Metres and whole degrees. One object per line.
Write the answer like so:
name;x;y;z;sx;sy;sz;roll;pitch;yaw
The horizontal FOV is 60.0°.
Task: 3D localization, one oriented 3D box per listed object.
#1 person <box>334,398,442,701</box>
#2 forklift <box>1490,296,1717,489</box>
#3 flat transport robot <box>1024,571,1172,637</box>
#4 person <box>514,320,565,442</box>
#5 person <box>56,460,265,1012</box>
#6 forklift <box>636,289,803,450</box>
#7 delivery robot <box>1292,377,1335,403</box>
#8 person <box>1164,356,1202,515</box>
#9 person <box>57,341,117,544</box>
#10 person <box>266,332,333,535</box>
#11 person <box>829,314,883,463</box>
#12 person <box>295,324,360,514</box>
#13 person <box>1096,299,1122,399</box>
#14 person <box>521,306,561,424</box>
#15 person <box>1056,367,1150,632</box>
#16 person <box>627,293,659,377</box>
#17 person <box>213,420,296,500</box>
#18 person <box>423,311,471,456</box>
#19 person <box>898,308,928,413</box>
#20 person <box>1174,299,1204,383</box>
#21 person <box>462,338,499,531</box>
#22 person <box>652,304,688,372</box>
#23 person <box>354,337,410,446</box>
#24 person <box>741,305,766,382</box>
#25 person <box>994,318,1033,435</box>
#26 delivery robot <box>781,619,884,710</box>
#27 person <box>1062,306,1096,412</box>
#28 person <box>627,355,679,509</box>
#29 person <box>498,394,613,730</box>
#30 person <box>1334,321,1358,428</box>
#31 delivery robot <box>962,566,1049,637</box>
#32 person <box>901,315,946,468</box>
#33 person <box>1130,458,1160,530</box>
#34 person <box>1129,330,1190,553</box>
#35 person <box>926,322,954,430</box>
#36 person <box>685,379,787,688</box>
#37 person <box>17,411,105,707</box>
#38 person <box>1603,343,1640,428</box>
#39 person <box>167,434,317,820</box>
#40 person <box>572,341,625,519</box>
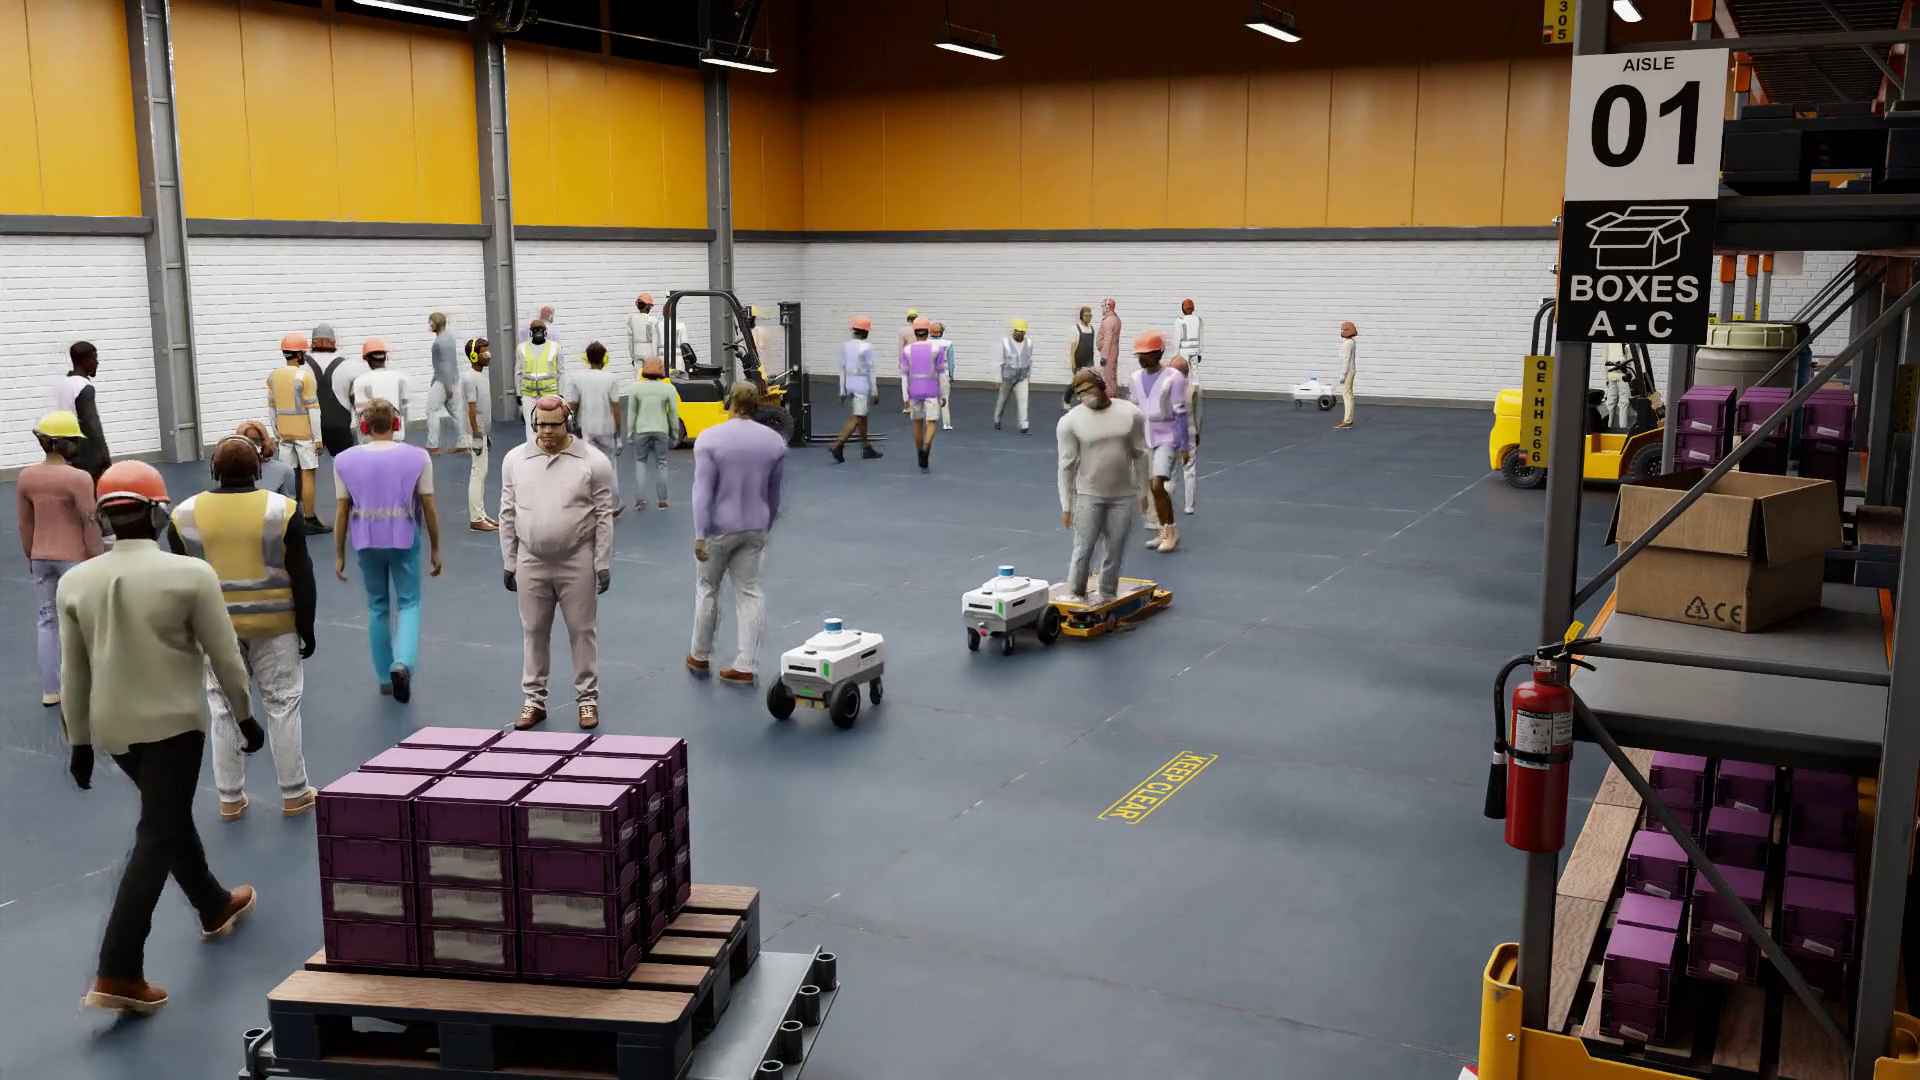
person;-3.462;0.067;10.023;0.615;1.845;0.527;-2;10;-12
forklift;7.296;-1.677;18.993;2.313;2.155;1.214;5;11;27
flat transport robot;0.968;0.455;12.212;0.652;0.197;1.431;6;11;30
person;-5.319;-1.858;21.053;0.632;1.846;0.429;-1;10;-4
person;-2.972;0.684;6.097;0.633;1.942;1.063;2;10;11
forklift;-3.358;-2.392;23.136;2.313;2.155;1.214;-1;10;-5
delivery robot;6.080;-2.565;28.607;0.707;0.478;0.477;3;10;17
person;2.240;-1.063;17.047;0.513;1.641;0.307;-2;10;-14
person;-7.838;-0.849;15.064;0.730;1.888;0.612;-9;13;-43
person;-6.309;-1.012;15.887;0.552;1.935;0.365;4;10;20
person;-1.359;-1.953;21.440;0.934;1.904;0.545;-9;14;-43
person;-6.265;-1.130;16.274;0.892;2.000;0.623;-4;11;-21
person;2.532;-3.178;28.516;0.409;1.909;0.641;3;10;19
person;-6.417;-2.649;25.545;0.677;1.873;0.513;4;11;21
person;1.007;-0.284;11.831;0.675;1.897;0.399;-2;10;-13
person;-5.115;-3.000;27.102;0.607;2.040;0.378;4;11;23
person;-4.496;0.042;10.658;0.497;1.635;0.286;-5;11;-25
person;-6.944;-2.066;22.085;0.841;1.909;0.648;-1;10;-9
person;-0.780;-3.000;27.895;0.522;1.768;0.314;-1;10;-7
person;3.975;-3.250;29.002;0.572;1.884;0.356;-4;11;-24
person;-4.645;-1.021;16.137;0.325;1.871;0.521;-1;10;-8
person;-4.682;-2.889;26.914;0.583;1.880;0.337;1;10;5
person;-5.512;-0.998;15.995;0.547;1.891;0.834;-7;12;-34
person;-3.118;-2.645;25.444;0.795;1.907;0.591;-9;13;-42
person;0.774;-2.465;24.883;0.607;1.754;1.055;-3;10;-17
delivery robot;-0.735;0.702;9.694;0.477;0.478;0.707;5;11;26
person;2.006;-2.965;27.537;0.517;1.825;0.784;-5;11;-28
person;-3.207;-1.116;17.397;0.538;1.625;0.335;-1;10;-7
person;-2.280;0.128;9.392;0.639;1.904;0.409;0;10;-2
person;5.958;-2.544;25.631;0.285;1.636;0.500;4;11;22
delivery robot;0.313;0.420;11.325;0.477;0.478;0.707;6;12;30
person;-0.467;-1.833;20.694;0.557;1.919;0.776;2;10;10
person;1.728;-0.896;16.202;0.733;1.605;0.543;6;11;30
person;1.767;-0.879;14.941;0.581;2.005;0.639;-8;13;-41
person;-0.345;-2.475;25.228;0.515;1.636;0.315;2;10;11
person;-1.450;-0.056;10.486;0.669;1.894;0.835;-6;12;-32
person;-5.286;0.119;9.849;0.533;1.764;0.324;2;10;14
person;9.497;-2.331;23.840;0.404;1.829;0.591;-5;11;-24
person;-3.367;0.416;7.894;0.625;1.847;0.429;-2;10;-9
person;-3.579;-1.045;16.442;0.556;1.813;0.989;1;10;3
